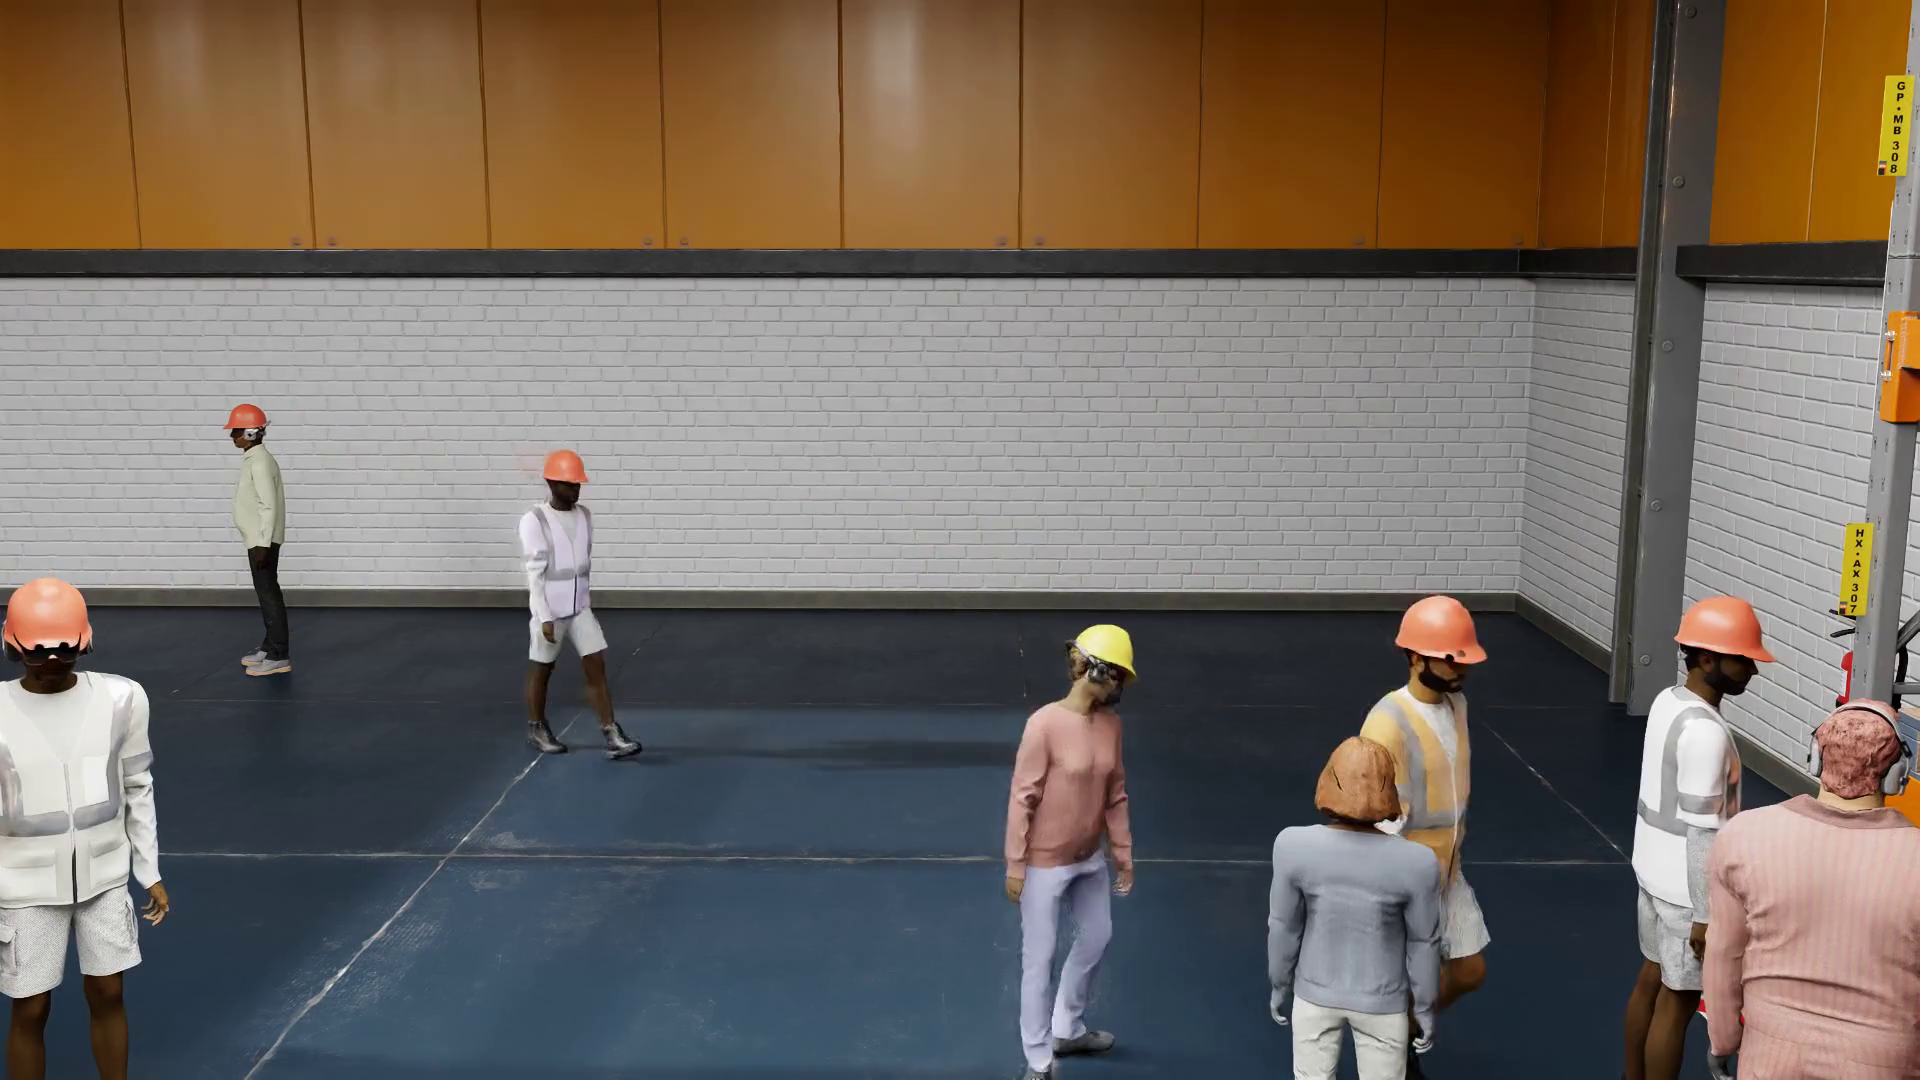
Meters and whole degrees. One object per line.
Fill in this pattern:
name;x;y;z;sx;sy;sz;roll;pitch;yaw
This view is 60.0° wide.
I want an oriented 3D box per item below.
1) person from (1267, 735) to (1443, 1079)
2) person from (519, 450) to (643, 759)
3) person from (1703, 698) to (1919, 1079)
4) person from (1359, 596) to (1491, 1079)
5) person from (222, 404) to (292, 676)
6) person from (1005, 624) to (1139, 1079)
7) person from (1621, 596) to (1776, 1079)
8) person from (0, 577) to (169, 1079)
person;1.173;1.386;4.980;0.507;1.633;0.274;4;10;22
person;-2.328;0.414;10.027;0.945;1.894;0.555;8;12;40
person;2.295;1.353;4.373;0.641;1.908;0.407;7;12;36
person;1.571;1.129;5.666;0.554;1.924;0.412;-8;12;-40
person;-5.165;-0.007;12.249;0.387;1.992;0.626;-5;11;-26
person;0.387;1.171;6.034;0.638;1.723;0.326;-9;13;-42
person;2.460;1.137;5.581;0.374;1.934;0.548;2;10;9
person;-2.898;1.118;5.403;0.605;2.033;0.391;-9;13;-42
